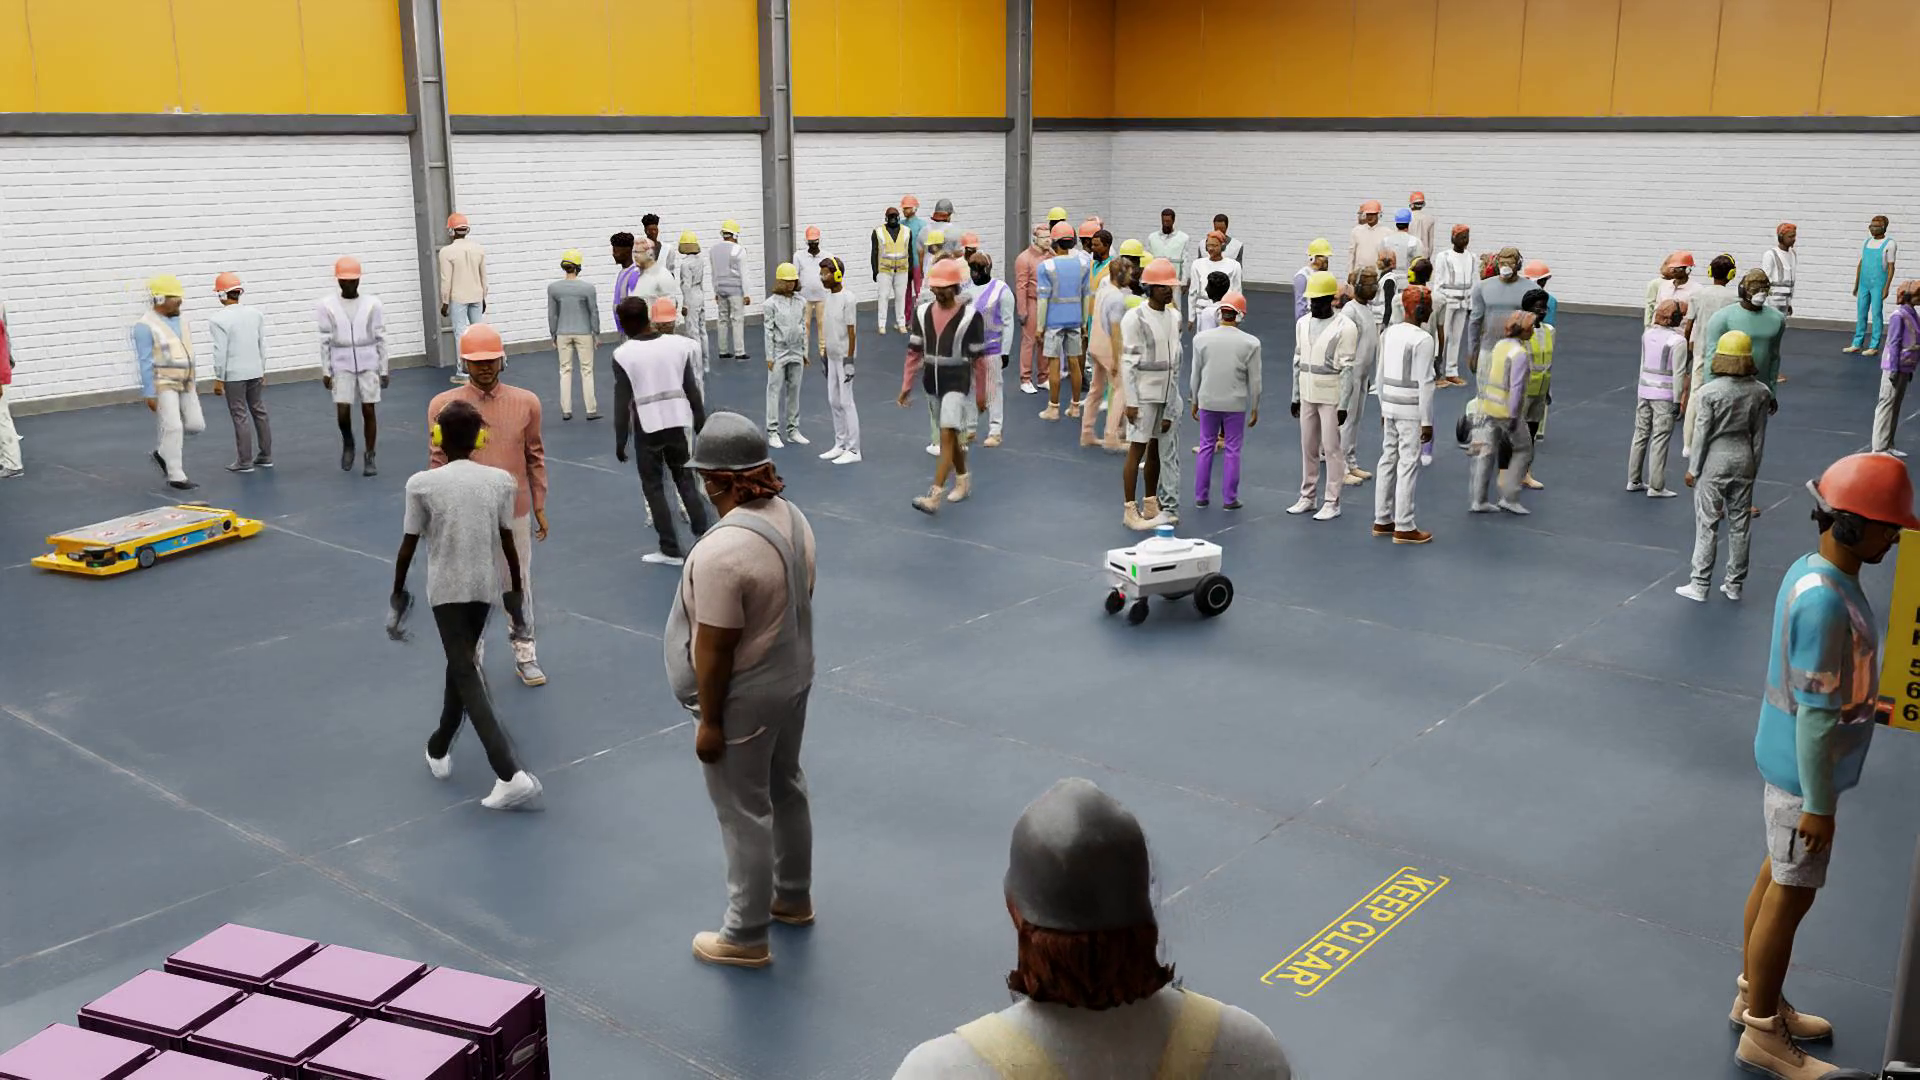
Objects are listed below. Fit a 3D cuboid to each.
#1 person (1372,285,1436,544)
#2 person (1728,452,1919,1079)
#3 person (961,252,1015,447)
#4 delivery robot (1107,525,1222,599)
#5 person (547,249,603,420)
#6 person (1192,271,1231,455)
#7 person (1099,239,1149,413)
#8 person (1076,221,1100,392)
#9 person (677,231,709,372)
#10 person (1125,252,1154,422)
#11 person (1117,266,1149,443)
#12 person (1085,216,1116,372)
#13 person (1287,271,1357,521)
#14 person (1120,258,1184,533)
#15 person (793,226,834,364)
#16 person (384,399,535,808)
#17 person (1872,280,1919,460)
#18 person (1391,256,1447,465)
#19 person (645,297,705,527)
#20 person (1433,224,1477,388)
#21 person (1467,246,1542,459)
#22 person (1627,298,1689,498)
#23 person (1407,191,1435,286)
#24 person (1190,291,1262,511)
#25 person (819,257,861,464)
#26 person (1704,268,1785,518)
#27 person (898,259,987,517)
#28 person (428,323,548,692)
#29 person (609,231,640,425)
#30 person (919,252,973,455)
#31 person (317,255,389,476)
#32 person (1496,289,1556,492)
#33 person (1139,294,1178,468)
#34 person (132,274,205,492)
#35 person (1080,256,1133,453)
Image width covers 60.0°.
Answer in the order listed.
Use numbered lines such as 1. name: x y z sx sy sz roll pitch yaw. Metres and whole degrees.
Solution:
1. person: 3.263 -0.917 12.156 0.338 1.882 0.583 -5 15 -19
2. person: 2.736 0.723 5.290 0.386 2.039 0.605 6 15 23
3. person: 0.198 -1.805 15.792 0.631 1.842 0.428 9 16 31
4. delivery robot: 1.276 0.153 10.386 0.707 0.478 0.477 -7 16 -27
5. person: -3.973 -2.115 17.184 0.535 1.767 0.315 1 14 3
6. person: 2.368 -1.641 15.429 0.316 1.696 0.540 10 17 34
7. person: 1.645 -1.972 16.286 0.596 1.923 0.364 4 15 16
8. person: 1.464 -2.666 19.035 0.359 1.938 0.545 0 14 1
9. person: -3.291 -2.899 20.361 0.317 1.742 0.492 4 15 15
10. person: 1.852 -2.029 16.838 0.326 1.767 0.533 -3 14 -10
11. person: 1.675 -1.776 15.990 0.320 1.692 0.537 -10 17 -36
12. person: 1.647 -3.036 20.577 0.403 1.911 0.637 -6 15 -21
13. person: 2.785 -1.115 12.882 0.397 1.919 0.586 -10 17 -34
14. person: 1.466 -1.088 12.512 0.605 2.045 0.381 -13 19 -43
15. person: -1.867 -3.132 21.267 0.563 1.753 0.327 -1 14 -5
16. person: -2.249 0.284 7.533 0.605 1.814 0.941 -13 19 -41
17. person: 8.559 -1.545 15.159 0.310 1.642 0.514 13 19 41
18. person: 4.066 -1.590 14.879 0.514 1.870 0.332 0 14 -1
19. person: -2.212 -0.970 12.630 0.569 1.749 0.342 -4 15 -15
20. person: 5.755 -2.723 19.379 0.574 1.882 0.358 -7 16 -26
21. person: 4.965 -1.712 15.223 0.635 1.937 0.353 6 15 22
22. person: 5.739 -1.160 13.647 0.310 1.631 0.507 -4 15 -16
23. person: 7.099 -4.435 25.992 0.608 1.995 0.377 -4 14 -14
24. person: 2.106 -1.097 13.176 0.576 1.736 0.355 6 15 21
25. person: -1.103 -1.622 15.043 0.337 1.856 0.524 -9 17 -33
26. person: 6.062 -1.132 12.904 0.635 1.939 0.361 -3 14 -10
27. person: -0.139 -1.202 13.085 0.617 1.983 1.071 9 16 31
28. person: -2.518 -0.170 8.946 0.611 1.995 0.380 -7 16 -25
29. person: -3.361 -2.165 16.999 0.376 1.958 0.603 -6 15 -21
30. person: -0.127 -1.713 15.374 0.514 1.868 0.328 -2 14 -8
31. person: -5.226 -1.495 14.386 0.555 1.921 0.428 -5 15 -20
32. person: 4.717 -1.238 13.818 0.540 1.695 0.316 -8 16 -28
33. person: 1.753 -1.390 14.552 0.285 1.633 0.501 -2 14 -8
34. person: -6.599 -1.300 13.838 0.488 1.809 0.623 4 14 14
35. person: 1.394 -1.732 15.554 0.427 1.821 0.534 -5 15 -20
